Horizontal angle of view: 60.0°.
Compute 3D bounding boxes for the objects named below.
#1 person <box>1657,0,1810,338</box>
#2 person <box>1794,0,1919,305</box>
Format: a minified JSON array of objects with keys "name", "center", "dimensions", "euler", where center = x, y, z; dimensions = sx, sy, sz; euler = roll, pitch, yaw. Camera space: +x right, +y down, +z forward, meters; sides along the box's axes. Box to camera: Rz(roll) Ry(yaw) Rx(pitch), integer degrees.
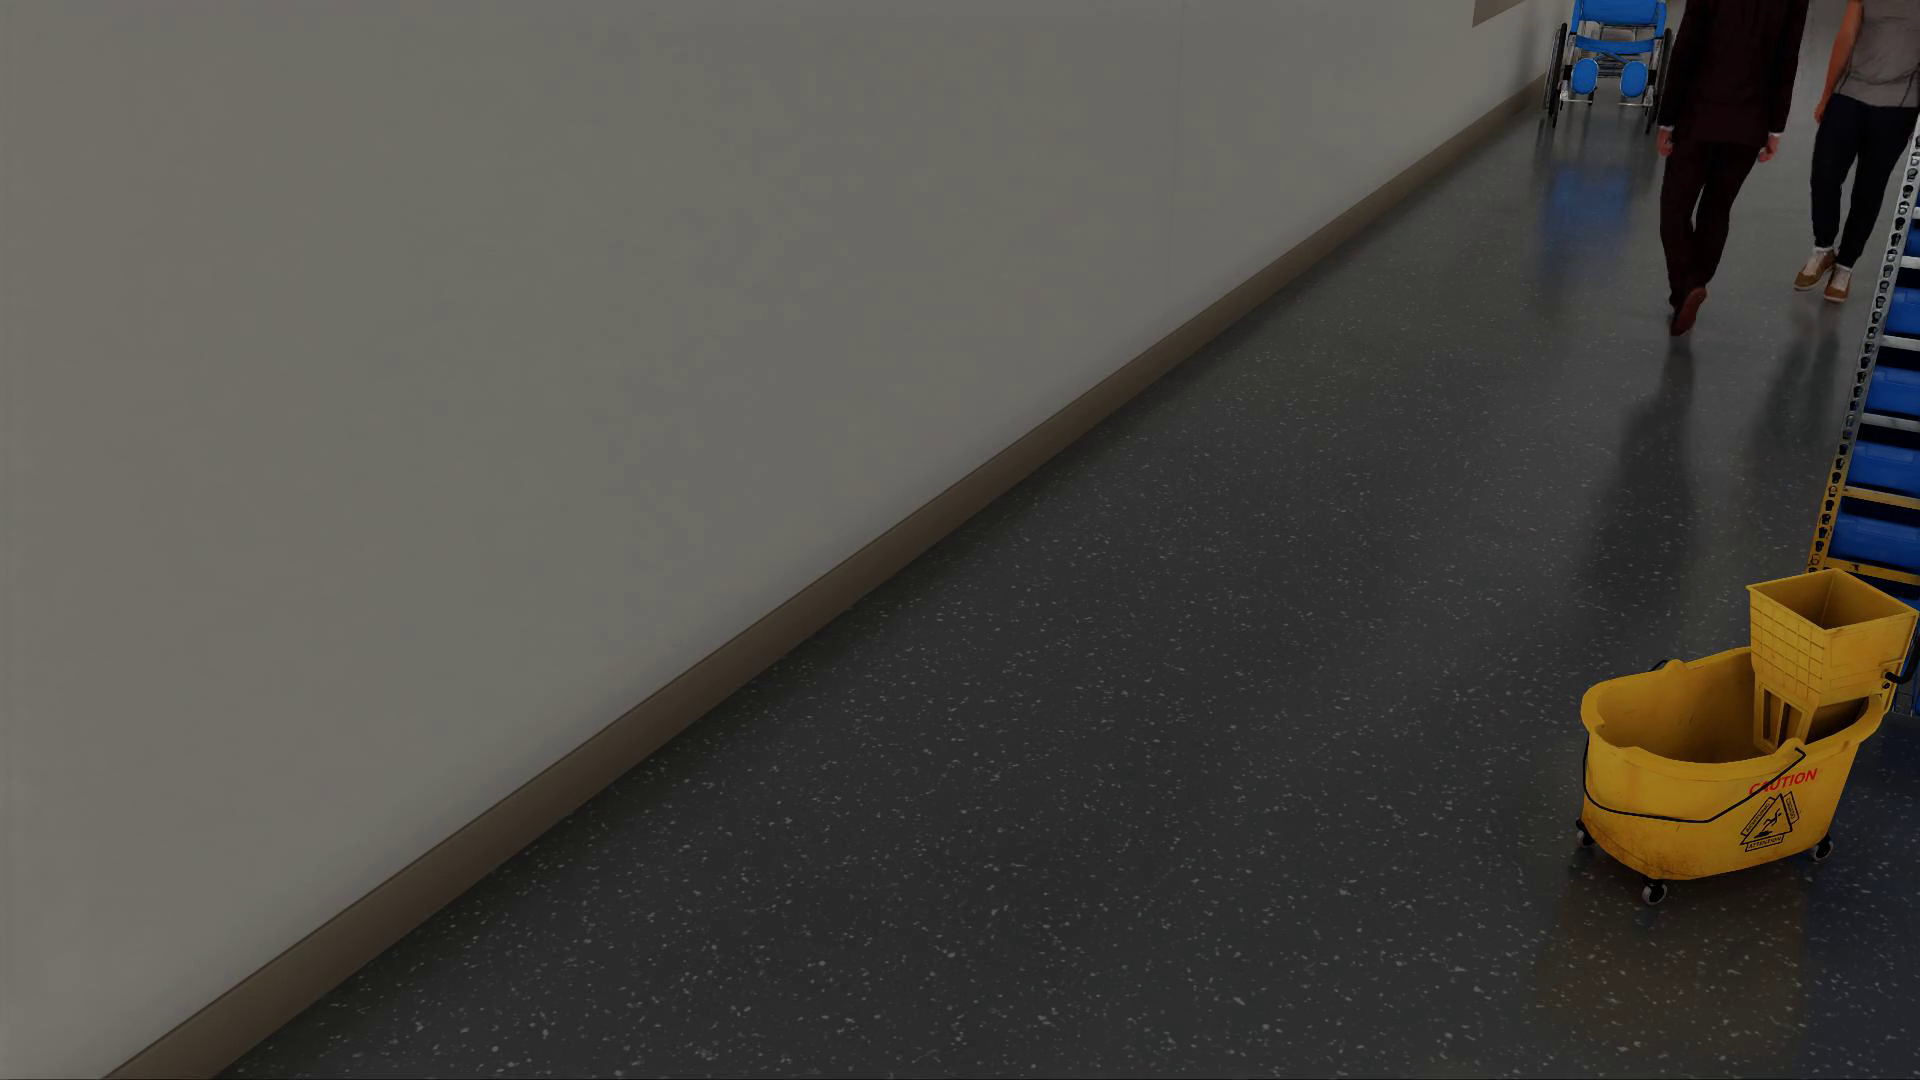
[{"name":"person","center":[3.336,-1.795,7.260],"dimensions":[1.092,1.844,0.990],"euler":[4,26,9]},{"name":"person","center":[4.283,-2.050,7.755],"dimensions":[0.578,1.874,0.749],"euler":[18,31,33]}]
